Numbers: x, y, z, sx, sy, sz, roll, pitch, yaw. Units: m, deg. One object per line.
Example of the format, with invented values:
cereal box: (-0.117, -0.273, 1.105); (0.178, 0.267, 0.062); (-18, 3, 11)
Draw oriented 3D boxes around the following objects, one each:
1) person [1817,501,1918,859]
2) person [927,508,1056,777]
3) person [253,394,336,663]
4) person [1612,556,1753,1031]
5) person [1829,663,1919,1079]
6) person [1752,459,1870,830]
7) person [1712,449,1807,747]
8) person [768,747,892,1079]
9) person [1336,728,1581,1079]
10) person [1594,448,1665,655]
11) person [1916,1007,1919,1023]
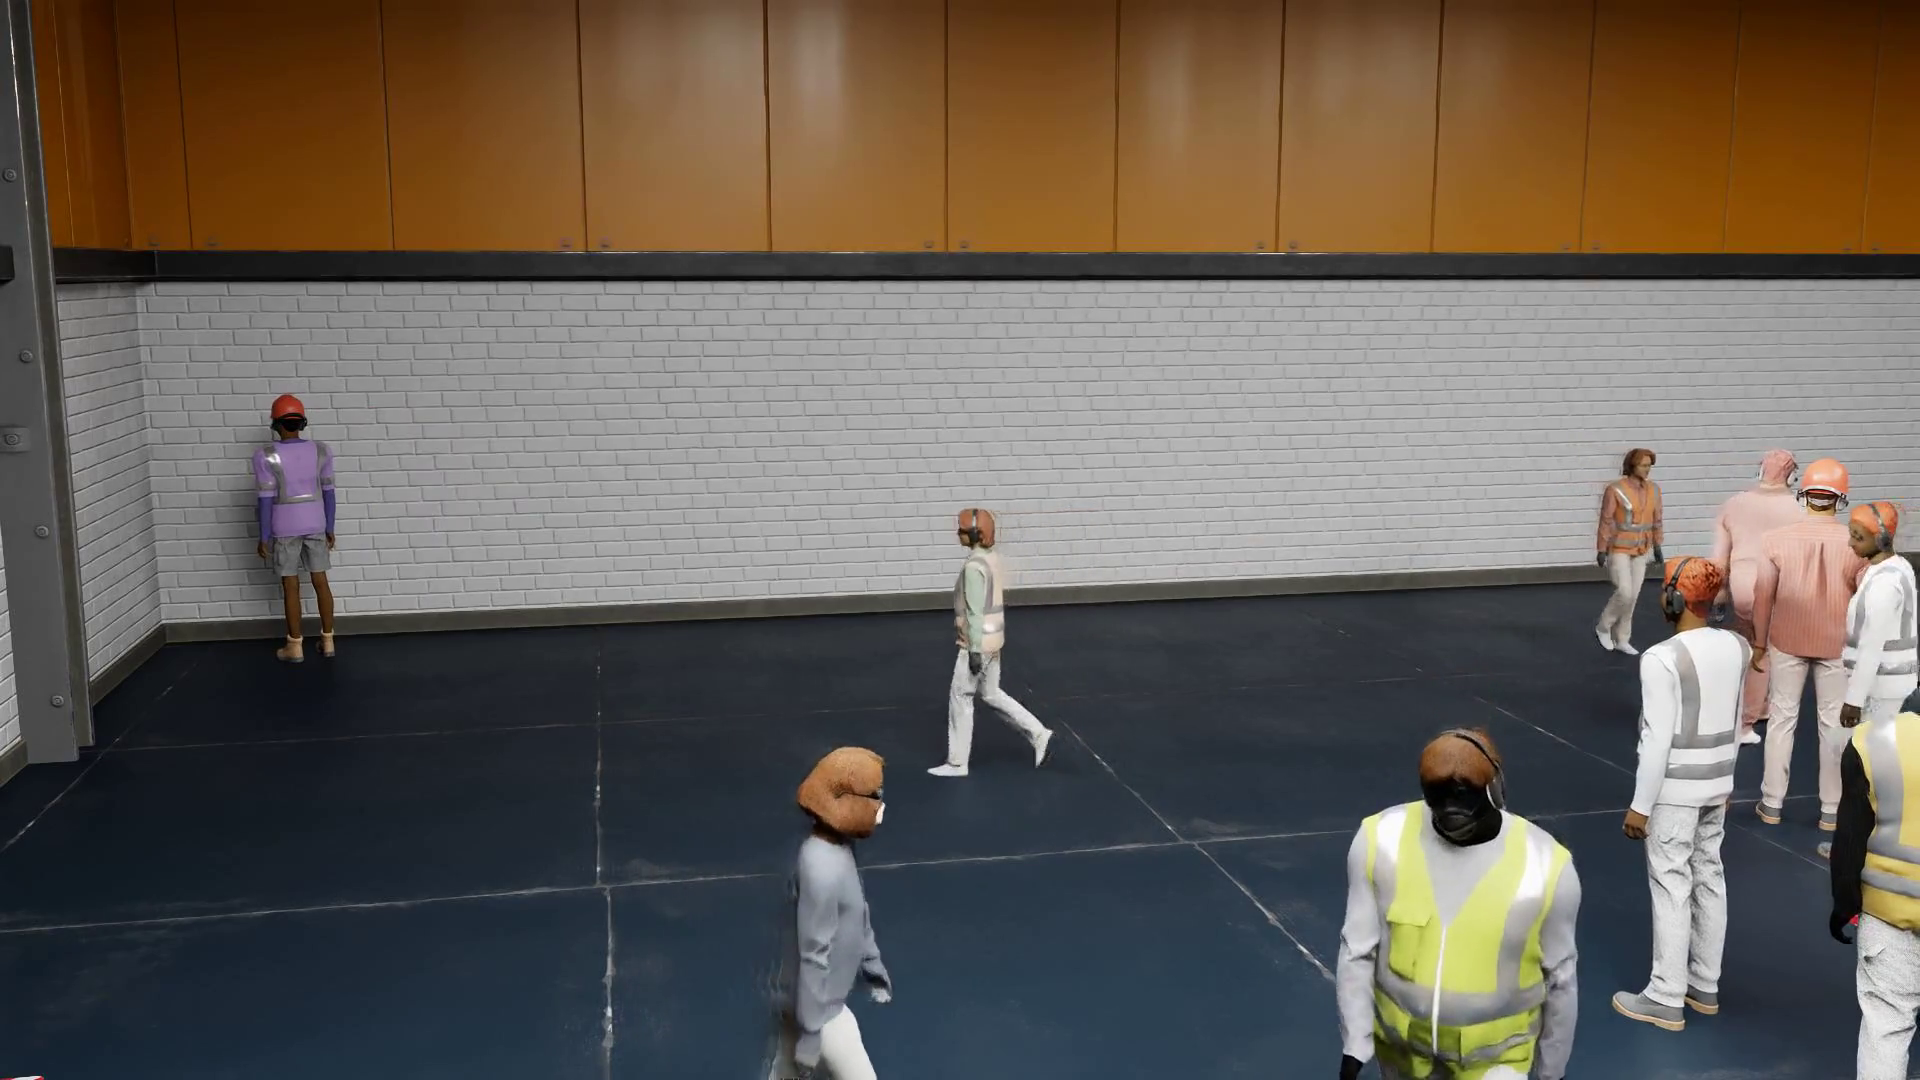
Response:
person: (4.552, 0.722, 8.301); (0.405, 1.865, 0.591); (5, 11, 29)
person: (0.188, 0.612, 9.762); (0.684, 1.618, 0.524); (2, 10, 13)
person: (-5.071, -0.088, 12.705); (0.605, 2.045, 0.383); (-9, 13, -43)
person: (2.861, 0.996, 6.590); (0.576, 1.881, 0.354); (-5, 11, -30)
person: (3.169, 1.212, 5.401); (0.634, 1.839, 0.429); (5, 10, 26)
person: (4.565, 0.559, 8.909); (0.608, 1.995, 0.377); (5, 10, 26)
person: (5.181, 0.352, 10.596); (0.997, 1.852, 0.647); (-8, 12, -40)
person: (-0.317, 1.396, 5.007); (0.828, 1.592, 0.540); (-1, 9, -4)
person: (1.370, 1.373, 4.609); (0.616, 1.792, 0.981); (5, 11, 29)
person: (5.176, 0.097, 12.851); (0.534, 1.624, 0.359); (-4, 10, -22)
person: (3.723, 1.147, 6.118); (0.539, 1.722, 0.883); (-1, 9, -5)
